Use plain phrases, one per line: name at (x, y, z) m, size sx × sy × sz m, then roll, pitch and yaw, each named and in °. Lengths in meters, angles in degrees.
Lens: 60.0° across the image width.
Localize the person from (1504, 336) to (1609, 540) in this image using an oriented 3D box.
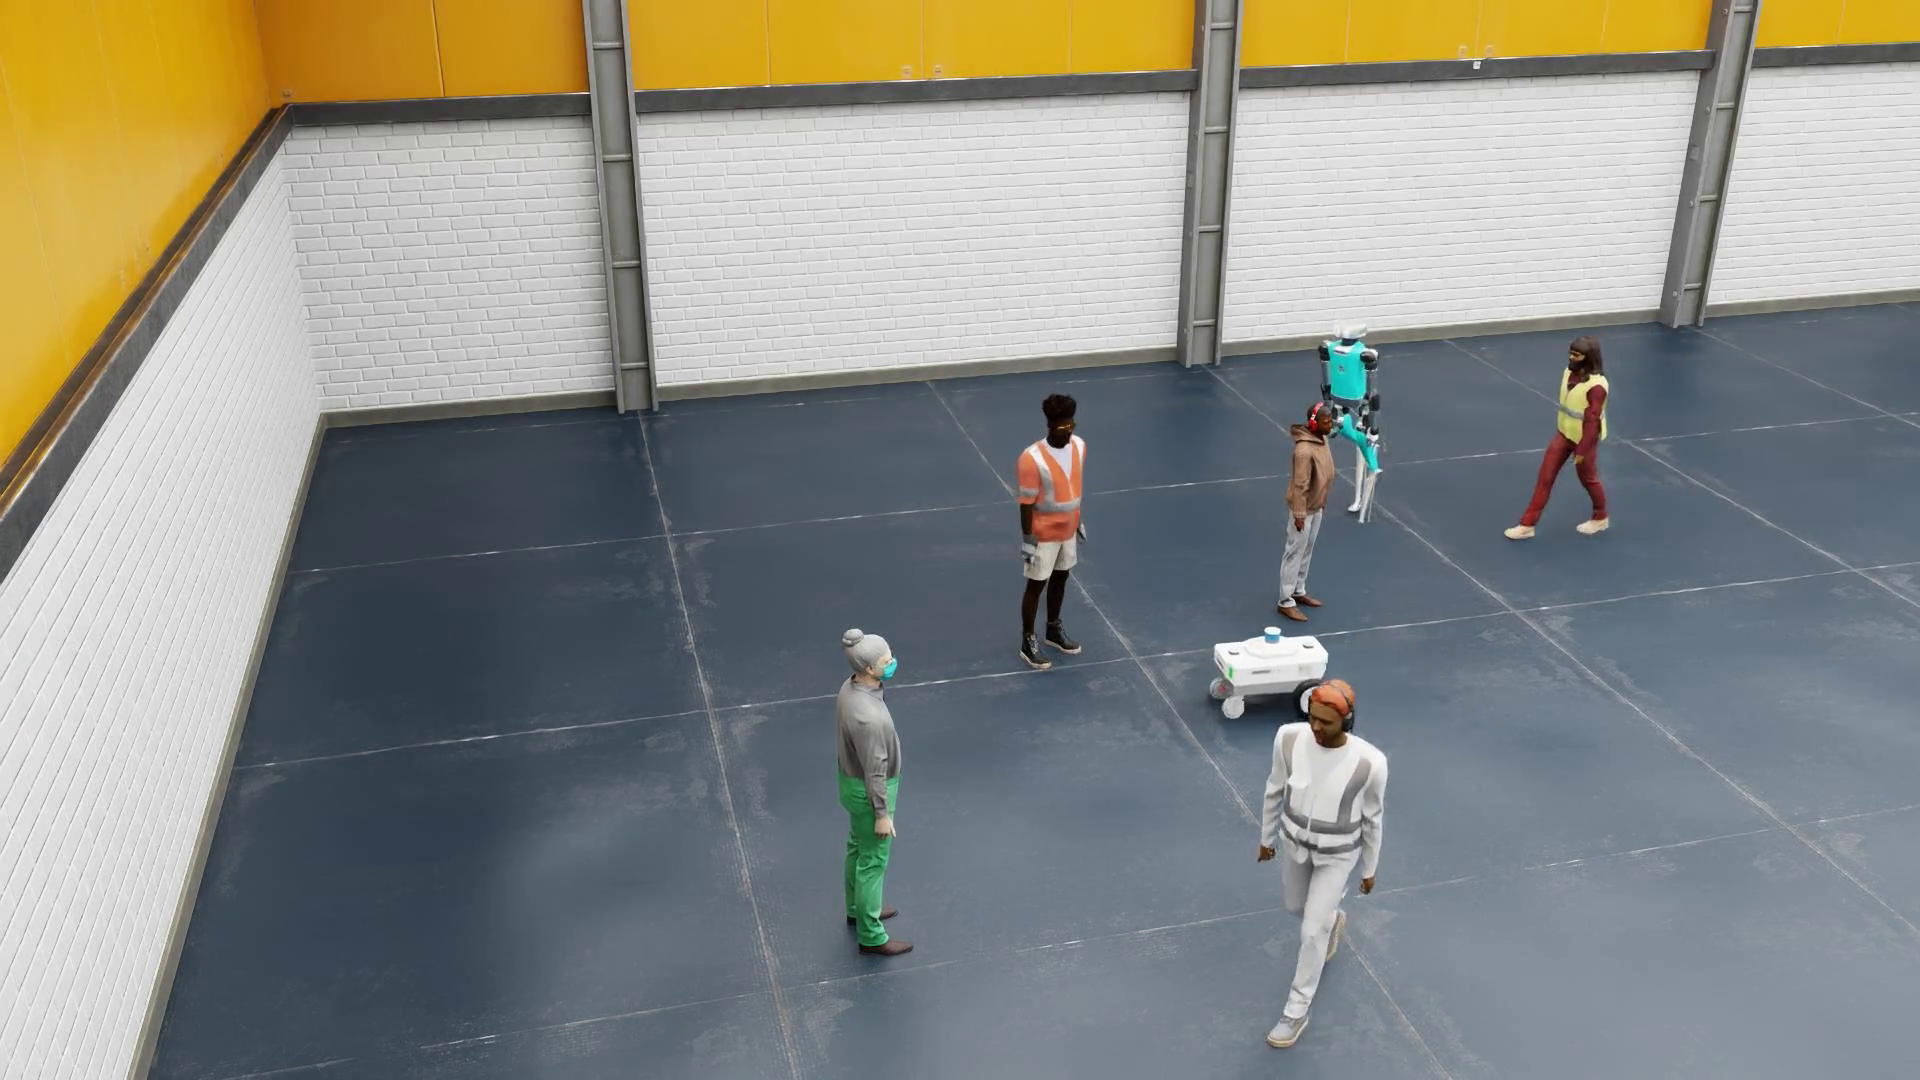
person at (4.978, -0.820, 13.427) m, size 0.945 × 1.717 × 0.480 m, roll -8°, pitch 25°, yaw -18°

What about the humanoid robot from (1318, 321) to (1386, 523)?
humanoid robot at (3.334, -0.974, 13.834) m, size 0.790 × 1.833 × 0.545 m, roll -22°, pitch 32°, yaw -40°

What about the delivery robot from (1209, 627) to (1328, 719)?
delivery robot at (2.066, 0.862, 11.040) m, size 0.785 × 0.589 × 0.499 m, roll -4°, pitch 24°, yaw -9°

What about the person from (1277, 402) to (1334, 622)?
person at (2.529, -0.230, 12.161) m, size 0.309 × 1.651 × 0.467 m, roll 14°, pitch 28°, yaw 29°

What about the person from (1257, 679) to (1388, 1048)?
person at (1.760, 1.467, 8.069) m, size 0.583 × 1.856 × 0.877 m, roll 17°, pitch 29°, yaw 33°

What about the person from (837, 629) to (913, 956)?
person at (-0.453, 1.274, 8.519) m, size 0.332 × 1.839 × 0.523 m, roll -6°, pitch 24°, yaw -14°

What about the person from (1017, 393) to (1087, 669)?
person at (0.644, -0.079, 11.437) m, size 0.611 × 1.961 × 0.364 m, roll -21°, pitch 32°, yaw -40°
